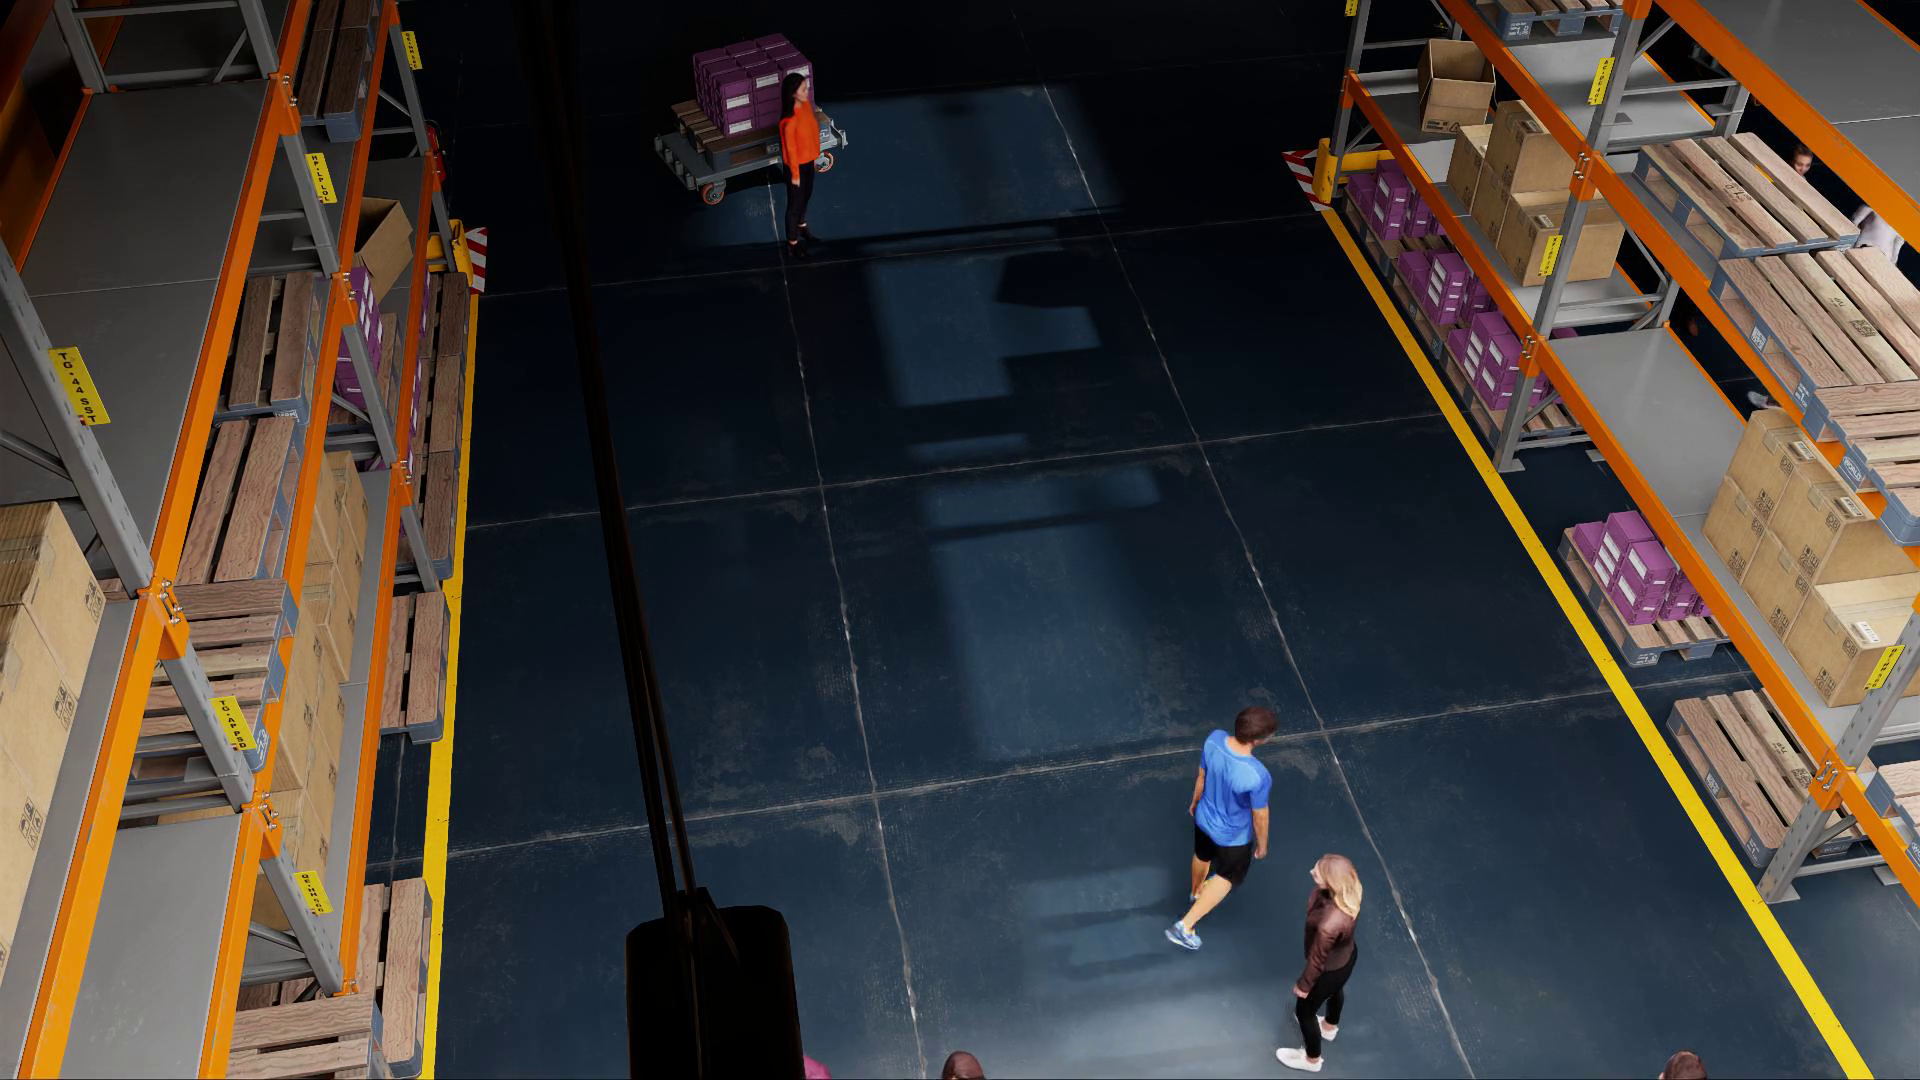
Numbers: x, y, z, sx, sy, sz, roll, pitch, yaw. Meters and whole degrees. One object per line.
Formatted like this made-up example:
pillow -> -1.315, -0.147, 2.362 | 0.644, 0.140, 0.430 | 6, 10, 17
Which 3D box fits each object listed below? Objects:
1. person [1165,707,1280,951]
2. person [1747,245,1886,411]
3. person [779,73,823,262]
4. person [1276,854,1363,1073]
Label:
person -> 1.435, 1.636, 9.279 | 0.971, 1.849, 0.982 | -34, 53, -30
person -> 6.663, -1.442, 12.607 | 0.814, 1.715, 1.239 | -18, 47, -18
person -> -1.414, -3.271, 14.504 | 0.761, 1.746, 0.640 | 10, 45, 11
person -> 1.956, 2.227, 8.770 | 0.765, 1.694, 0.680 | 20, 47, 19
